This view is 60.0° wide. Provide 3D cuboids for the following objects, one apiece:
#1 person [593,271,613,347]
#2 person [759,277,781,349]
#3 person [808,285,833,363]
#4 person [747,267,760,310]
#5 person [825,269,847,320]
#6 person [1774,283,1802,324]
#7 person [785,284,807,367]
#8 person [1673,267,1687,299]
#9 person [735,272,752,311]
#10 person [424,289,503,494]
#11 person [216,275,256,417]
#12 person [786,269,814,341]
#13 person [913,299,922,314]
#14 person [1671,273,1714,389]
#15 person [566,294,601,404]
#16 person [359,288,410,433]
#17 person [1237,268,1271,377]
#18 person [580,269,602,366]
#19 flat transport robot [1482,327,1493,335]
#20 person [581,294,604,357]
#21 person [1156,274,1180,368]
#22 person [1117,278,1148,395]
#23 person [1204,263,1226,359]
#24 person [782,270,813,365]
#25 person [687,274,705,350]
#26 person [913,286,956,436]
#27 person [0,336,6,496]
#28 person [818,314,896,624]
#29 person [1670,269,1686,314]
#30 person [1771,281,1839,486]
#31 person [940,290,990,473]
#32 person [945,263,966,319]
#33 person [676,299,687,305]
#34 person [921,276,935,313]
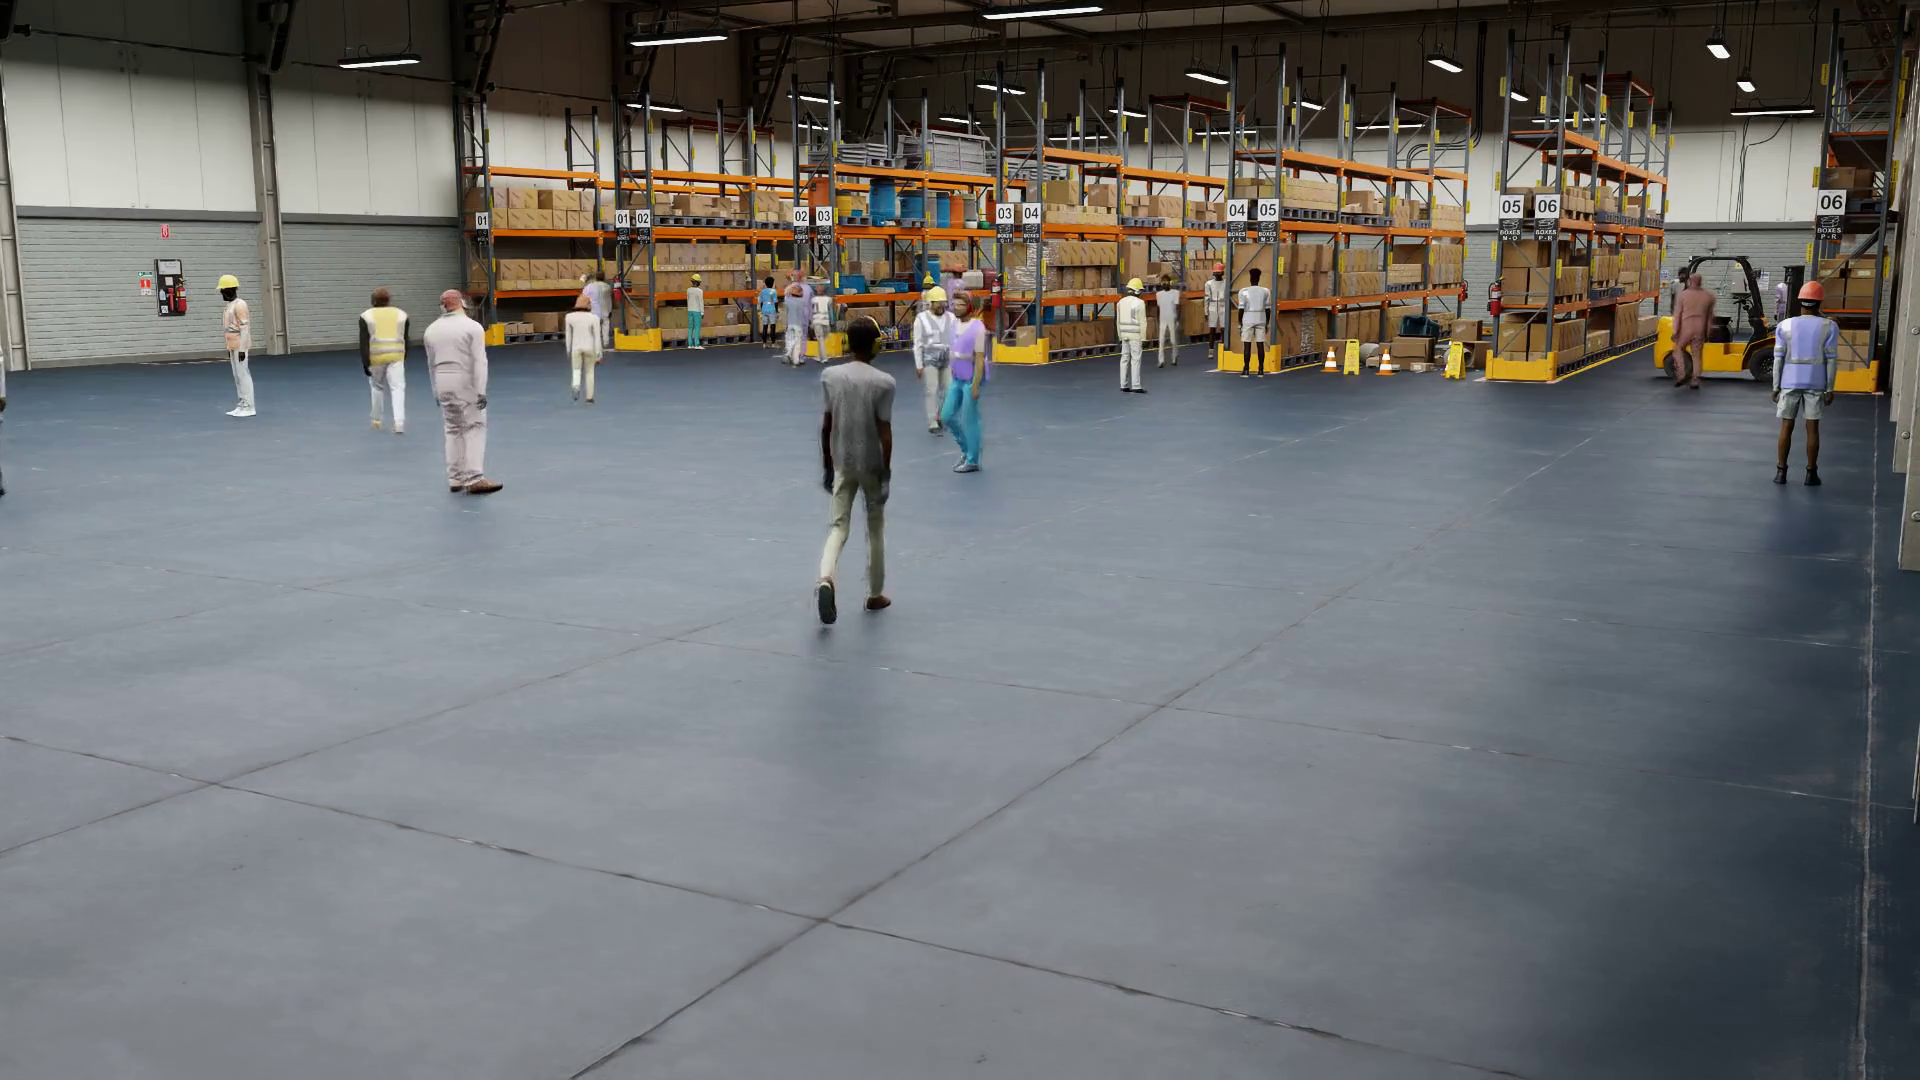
[{"bbox_3d":[-8.582,-5.487,39.612,0.639,1.820,0.694,0,10,1],"label":"person"},{"bbox_3d":[-4.475,-5.336,39.099,0.532,1.693,0.319,6,12,33],"label":"person"},{"bbox_3d":[-2.844,-4.406,33.933,0.530,1.596,0.851,-6,11,-29],"label":"person"},{"bbox_3d":[-6.006,-6.978,48.225,0.585,1.854,0.749,5,11,25],"label":"person"},{"bbox_3d":[-3.287,-6.189,43.682,0.593,1.841,0.990,5,11,28],"label":"person"},{"bbox_3d":[18.393,-5.076,36.929,0.580,1.918,0.401,5,11,25],"label":"person"},{"bbox_3d":[-3.211,-4.202,32.656,0.533,1.617,0.348,7,12,36],"label":"person"},{"bbox_3d":[18.781,-6.126,43.156,0.625,1.887,0.454,-1,10,-5],"label":"person"},{"bbox_3d":[-6.058,-6.664,46.661,0.533,1.767,0.326,5,11,28],"label":"person"},{"bbox_3d":[-4.599,-1.369,15.369,0.750,1.870,0.473,4,10,22],"label":"person"},{"bbox_3d":[-9.824,-2.626,22.552,0.384,1.922,0.594,-7,12,-37],"label":"person"},{"bbox_3d":[-3.736,-5.395,38.884,0.575,1.889,0.794,6,11,30],"label":"person"},{"bbox_3d":[-0.852,-6.193,43.751,0.647,1.812,0.771,5,11,26],"label":"person"},{"bbox_3d":[11.998,-3.418,27.286,0.695,1.885,0.578,0,10,0],"label":"person"},{"bbox_3d":[-5.539,-2.798,24.451,0.514,1.615,0.459,-1,10,-3],"label":"person"},{"bbox_3d":[-7.109,-2.215,20.582,0.612,1.788,0.988,-5,11,-29],"label":"person"},{"bbox_3d":[5.279,-3.898,29.876,0.612,1.965,0.362,-1,10,-5],"label":"person"},{"bbox_3d":[-7.397,-4.387,32.869,0.646,1.919,0.667,-5,11,-25],"label":"person"},{"bbox_3d":[14.229,-5.782,45.863,0.652,0.197,1.431,-4,10,-20],"label":"flat transport robot"},{"bbox_3d":[-7.904,-4.727,35.686,0.523,1.639,0.306,-3,10,-17],"label":"person"},{"bbox_3d":[4.094,-4.284,32.529,0.529,1.840,0.895,4,10,22],"label":"person"},{"bbox_3d":[2.735,-3.206,26.225,0.403,1.827,0.599,-7,12,-37],"label":"person"},{"bbox_3d":[5.458,-4.831,35.151,0.604,2.038,0.404,3,10,17],"label":"person"},{"bbox_3d":[-3.302,-4.456,33.373,0.663,1.887,0.633,-6,11,-30],"label":"person"},{"bbox_3d":[-6.162,-5.319,38.817,0.518,1.757,0.338,7,12,36],"label":"person"},{"bbox_3d":[-0.272,-2.157,20.120,0.614,1.813,0.432,-5,11,-27],"label":"person"},{"bbox_3d":[-8.935,-1.327,15.022,0.562,1.897,0.930,-5,11,-28],"label":"person"},{"bbox_3d":[-0.638,-0.426,9.940,0.518,1.839,0.815,2,10,14],"label":"person"},{"bbox_3d":[18.196,-5.905,41.974,0.522,1.852,0.682,4,10,21],"label":"person"},{"bbox_3d":[8.027,-1.483,15.822,0.552,1.937,0.356,6,11,29],"label":"person"},{"bbox_3d":[0.056,-1.585,16.717,0.453,1.830,0.601,-6,12,-33],"label":"person"},{"bbox_3d":[-0.140,-5.191,37.305,0.656,2.028,0.614,-8,12,-38],"label":"person"},{"bbox_3d":[-6.995,-5.957,42.285,0.514,1.844,0.327,5,11,27],"label":"person"},{"bbox_3d":[-0.682,-4.770,35.636,0.310,1.744,0.486,3,10,17],"label":"person"}]
